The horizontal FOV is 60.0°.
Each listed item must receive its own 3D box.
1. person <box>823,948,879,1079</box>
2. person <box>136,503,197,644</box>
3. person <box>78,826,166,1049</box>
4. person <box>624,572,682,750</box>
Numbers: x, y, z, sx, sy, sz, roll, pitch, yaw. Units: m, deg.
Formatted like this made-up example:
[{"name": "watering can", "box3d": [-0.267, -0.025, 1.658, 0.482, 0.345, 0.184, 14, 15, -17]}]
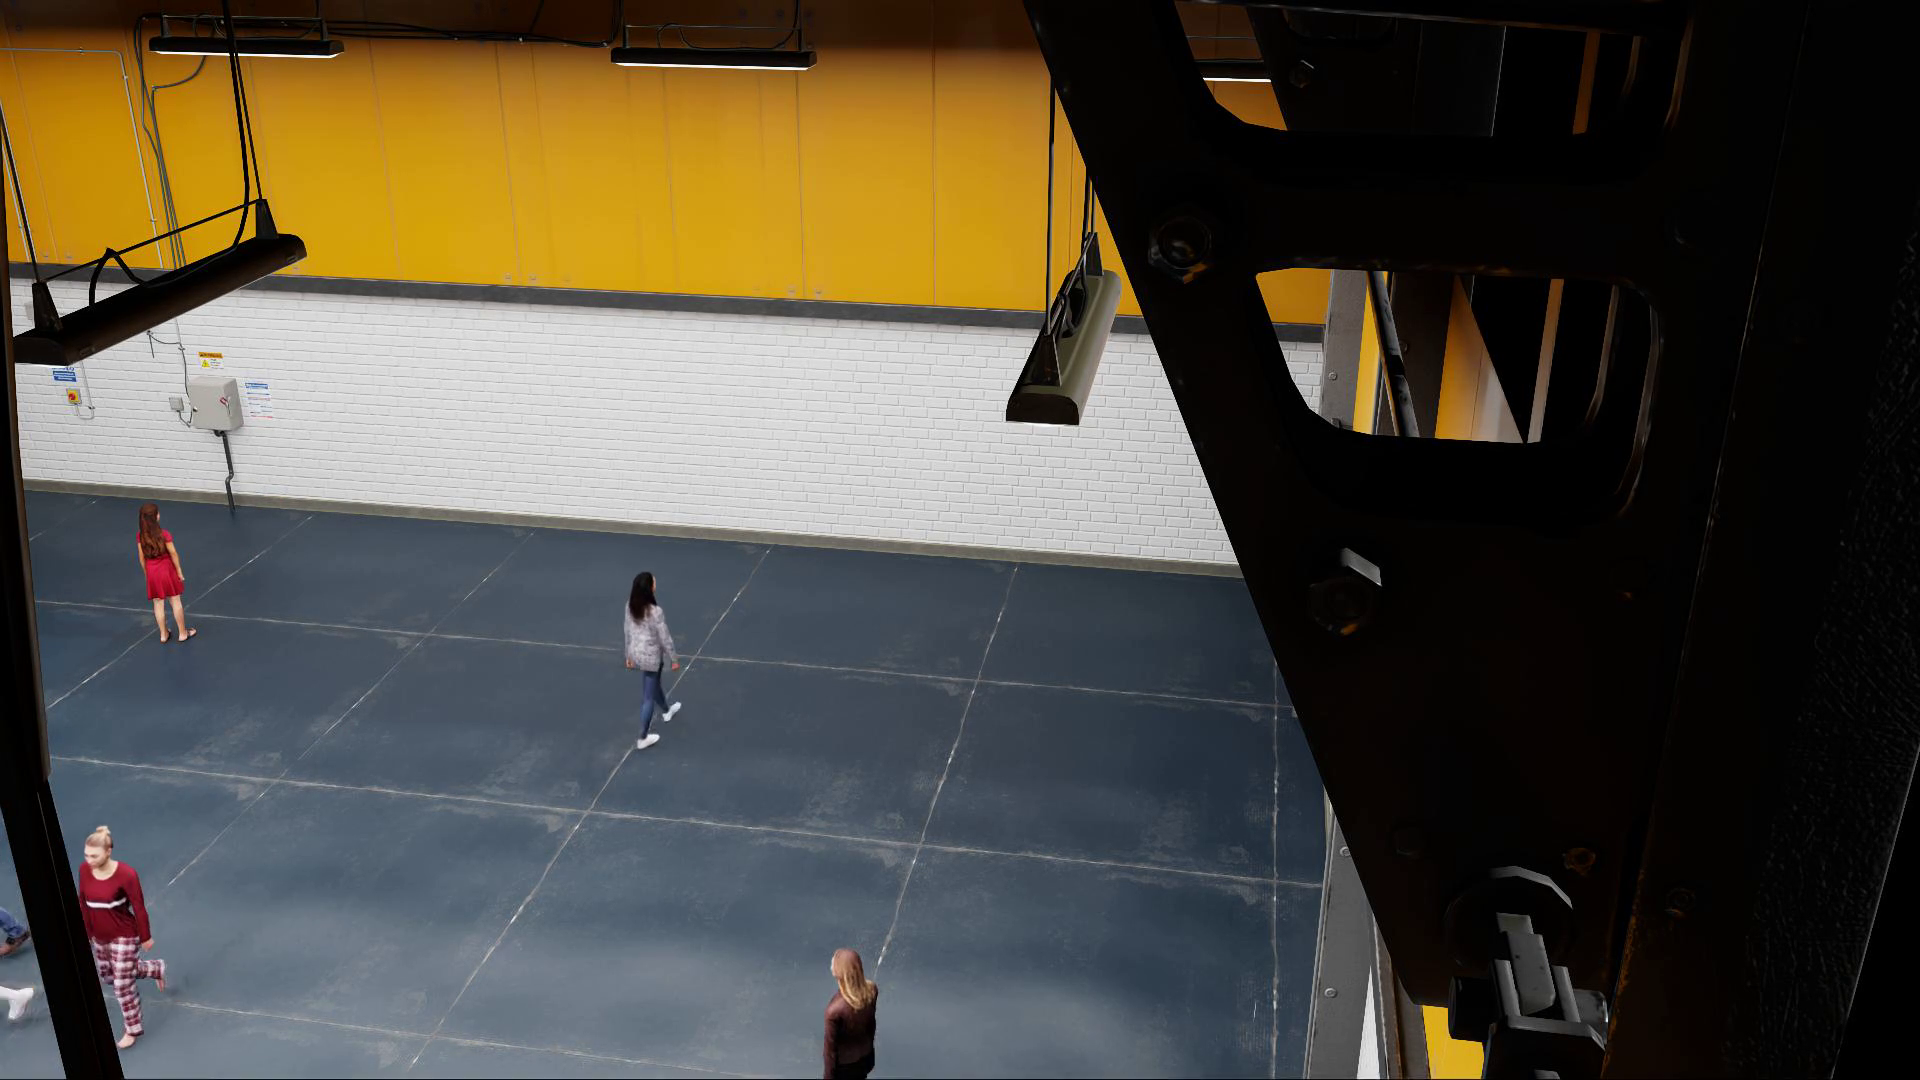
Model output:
[{"name": "person", "box3d": [-0.637, 3.341, 10.471, 0.864, 1.690, 0.835, 17, 29, 35]}, {"name": "person", "box3d": [-8.409, 0.338, 17.510, 0.614, 1.554, 0.672, -2, 24, -5]}, {"name": "person", "box3d": [-5.949, 2.755, 11.820, 0.613, 1.682, 0.854, 4, 24, 9]}, {"name": "person", "box3d": [-2.963, 1.143, 15.481, 0.883, 1.704, 1.089, 14, 27, 30]}]
